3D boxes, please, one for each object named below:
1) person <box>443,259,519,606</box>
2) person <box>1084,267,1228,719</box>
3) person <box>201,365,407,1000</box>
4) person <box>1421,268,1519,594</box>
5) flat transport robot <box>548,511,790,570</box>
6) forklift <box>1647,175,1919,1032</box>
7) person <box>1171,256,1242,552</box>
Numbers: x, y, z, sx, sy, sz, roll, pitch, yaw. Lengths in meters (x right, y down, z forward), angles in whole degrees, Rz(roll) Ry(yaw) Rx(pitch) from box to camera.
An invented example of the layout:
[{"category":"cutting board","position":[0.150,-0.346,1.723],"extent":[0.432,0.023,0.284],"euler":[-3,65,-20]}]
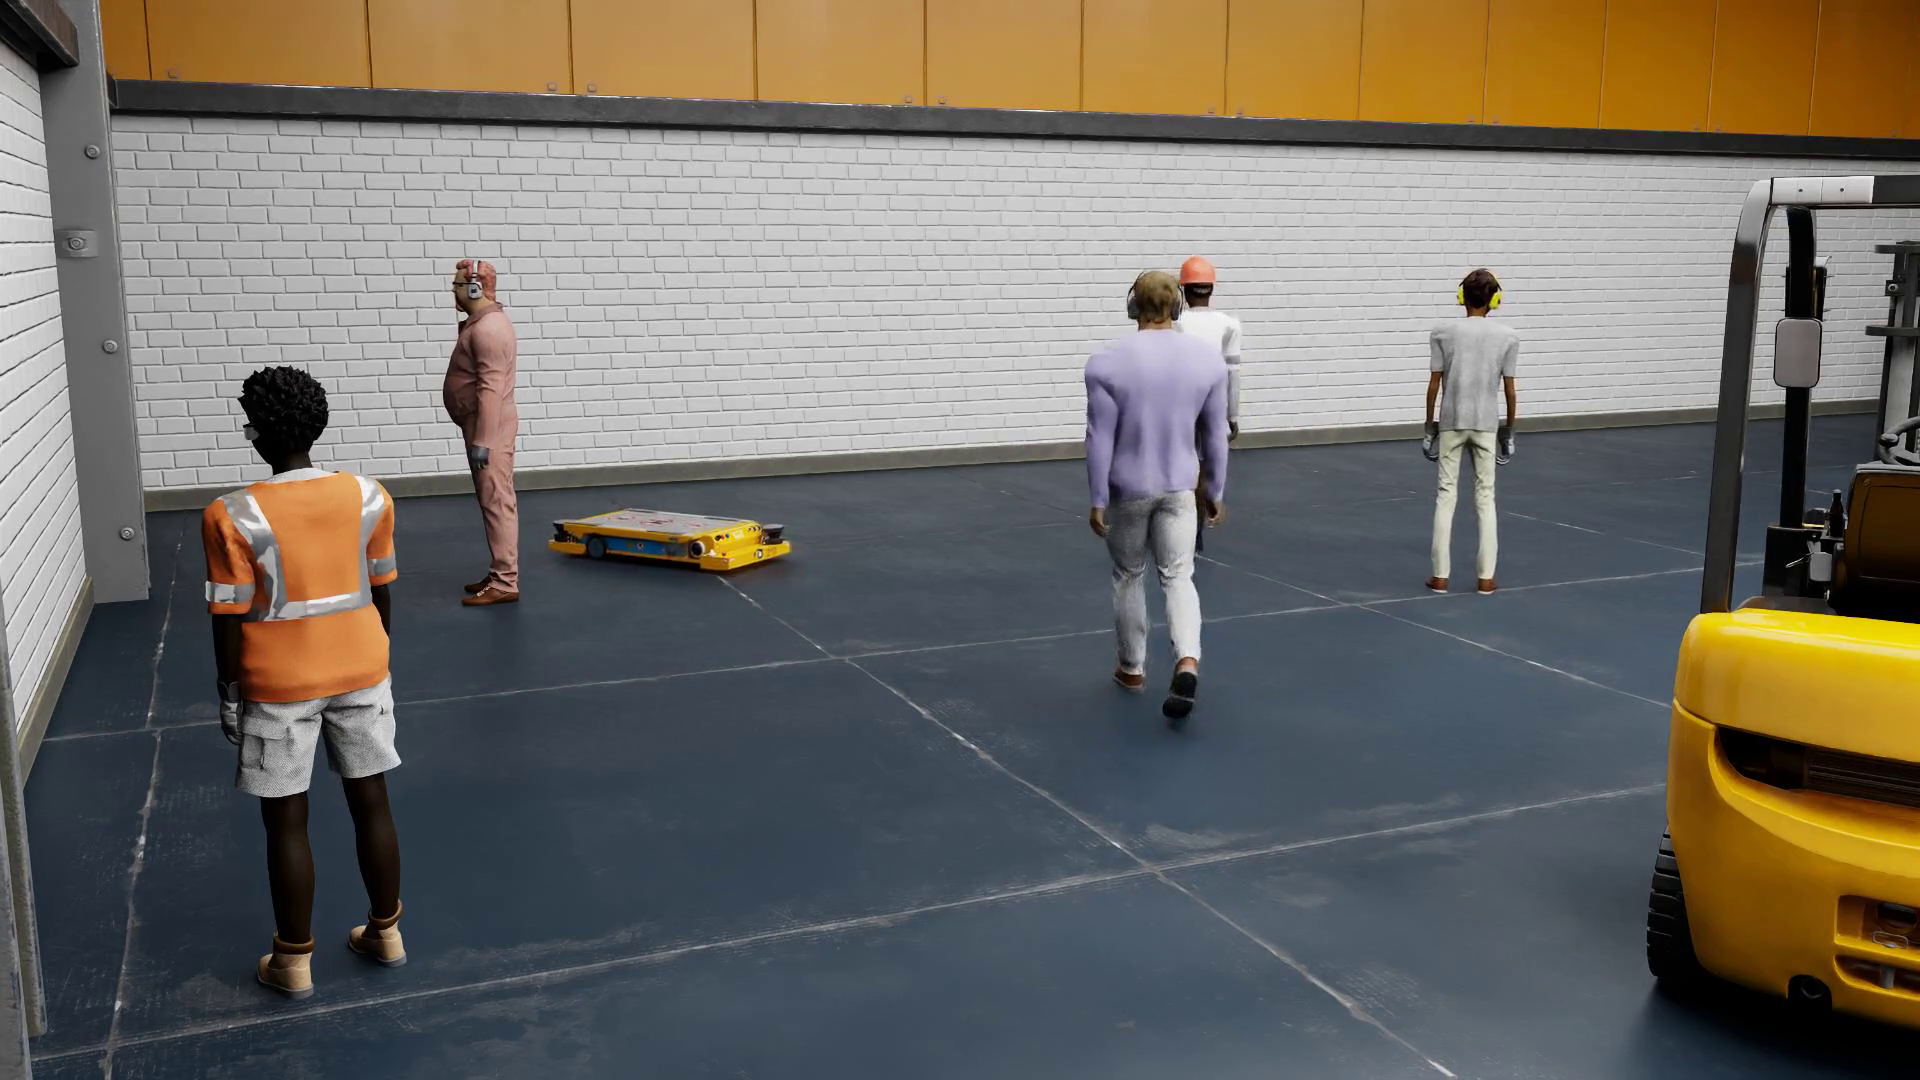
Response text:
[{"category":"person","position":[-2.653,-0.595,9.245],"extent":[0.406,1.911,0.636],"euler":[-2,10,-11]},{"category":"person","position":[0.848,-0.205,7.122],"extent":[0.638,1.910,0.890],"euler":[-1,10,-6]},{"category":"person","position":[-1.745,0.381,4.471],"extent":[0.320,1.694,0.531],"euler":[9,14,42]},{"category":"person","position":[2.911,-0.612,9.523],"extent":[0.514,1.853,0.363],"euler":[3,11,14]},{"category":"flat transport robot","position":[-1.859,-0.018,10.579],"extent":[1.431,0.197,0.652],"euler":[6,12,28]},{"category":"forklift","position":[2.810,0.094,4.662],"extent":[1.214,2.155,2.313],"euler":[7,12,34]},{"category":"person","position":[1.499,-0.831,10.529],"extent":[0.557,1.923,0.727],"euler":[-1,10,-5]}]
